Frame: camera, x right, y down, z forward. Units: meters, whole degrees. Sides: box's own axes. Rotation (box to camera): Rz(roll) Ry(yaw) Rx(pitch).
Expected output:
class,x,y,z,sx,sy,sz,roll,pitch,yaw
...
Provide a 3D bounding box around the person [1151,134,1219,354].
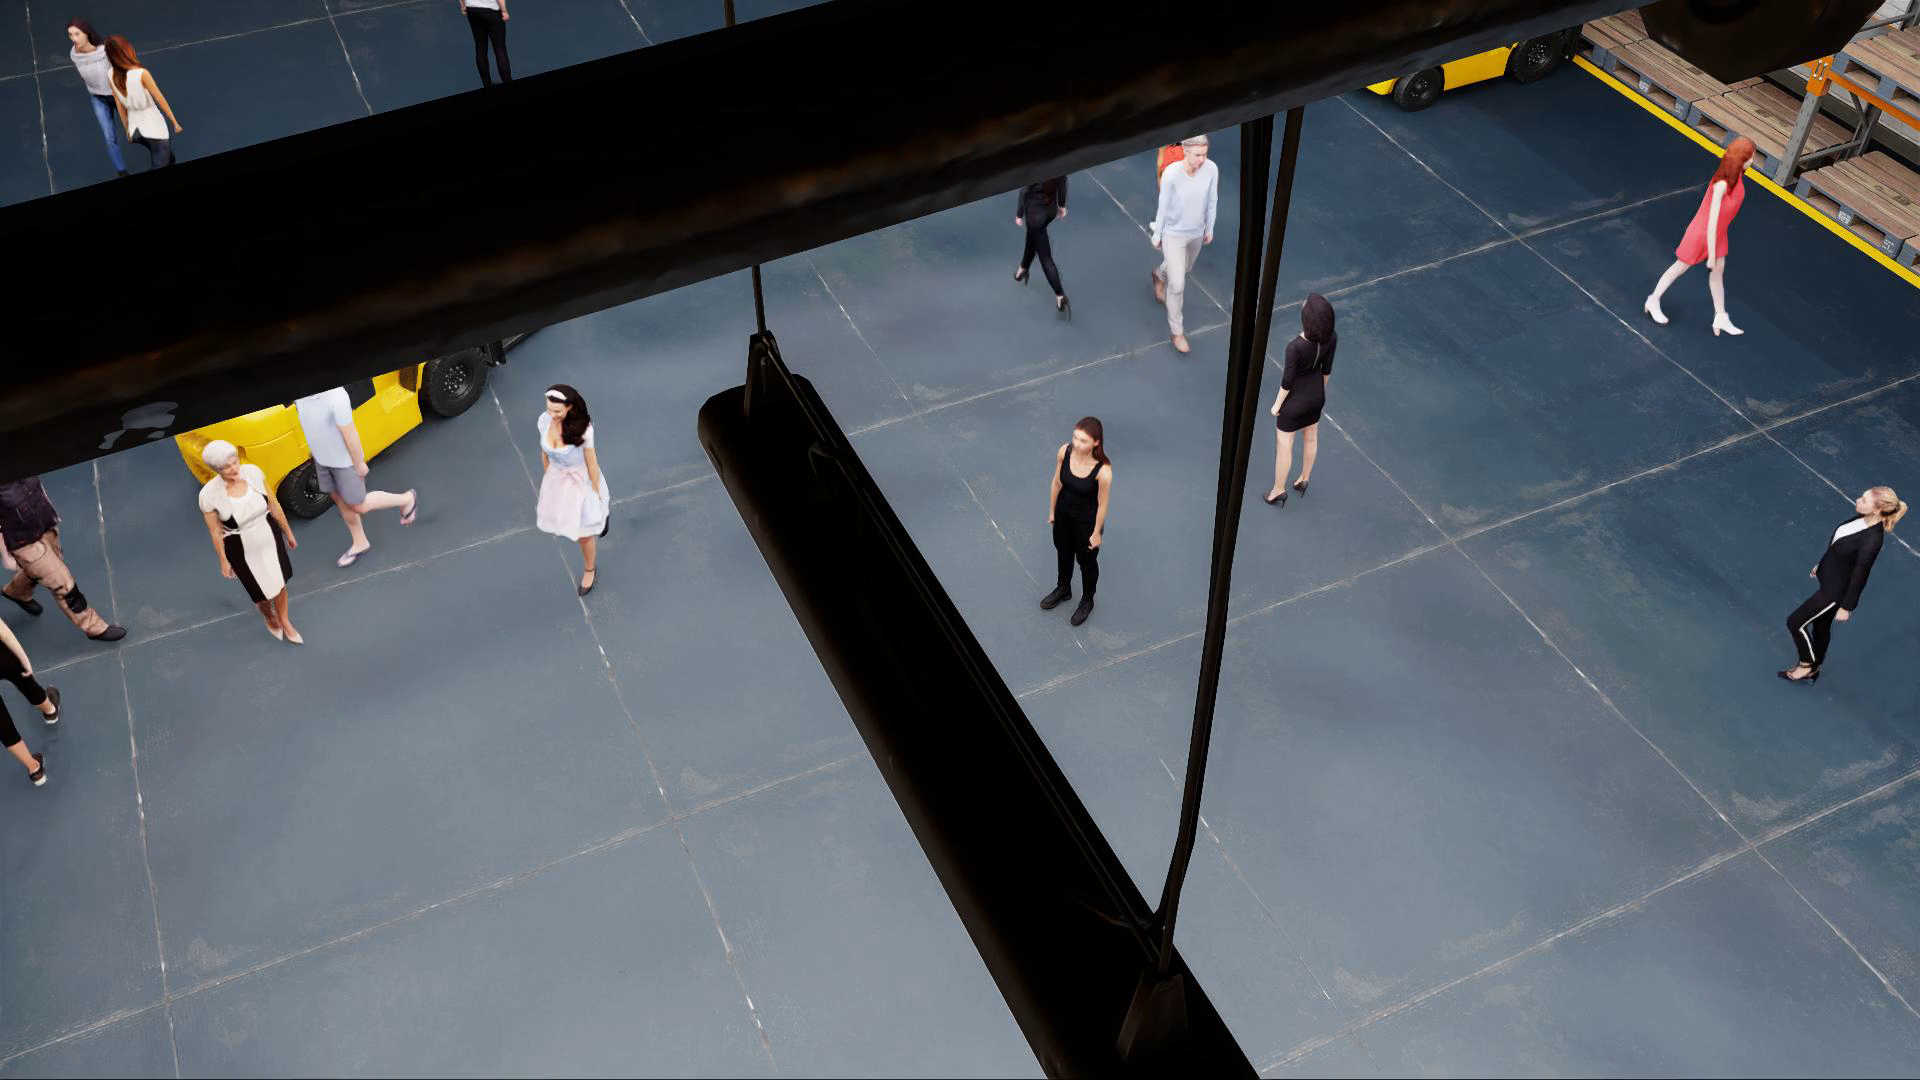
class,x,y,z,sx,sy,sz,roll,pitch,yaw
person,1.774,-2.529,13.520,0.746,1.851,1.252,-14,45,-15

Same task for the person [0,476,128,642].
class,x,y,z,sx,sy,sz,roll,pitch,yaw
person,-6.206,-0.045,10.941,1.128,1.813,1.193,3,44,4

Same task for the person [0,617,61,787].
class,x,y,z,sx,sy,sz,roll,pitch,yaw
person,-5.906,0.841,10.094,0.608,1.699,0.994,-18,47,-18

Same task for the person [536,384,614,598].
class,x,y,z,sx,sy,sz,roll,pitch,yaw
person,-2.573,-0.398,11.324,0.975,1.795,1.029,18,46,18

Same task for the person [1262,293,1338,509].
class,x,y,z,sx,sy,sz,roll,pitch,yaw
person,2.449,-0.985,11.932,0.599,1.807,0.488,-20,47,-20

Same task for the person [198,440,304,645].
class,x,y,z,sx,sy,sz,roll,pitch,yaw
person,-4.686,0.011,10.932,0.823,1.744,0.784,29,51,27

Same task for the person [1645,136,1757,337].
class,x,y,z,sx,sy,sz,roll,pitch,yaw
person,5.966,-2.486,13.518,1.143,1.793,0.911,31,52,28

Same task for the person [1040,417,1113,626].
class,x,y,z,sx,sy,sz,roll,pitch,yaw
person,0.798,-0.145,11.136,0.627,1.689,0.733,29,51,27

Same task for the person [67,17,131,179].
class,x,y,z,sx,sy,sz,roll,pitch,yaw
person,-7.777,-4.090,15.345,0.873,1.595,1.145,-2,44,-2

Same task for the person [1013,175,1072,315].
class,x,y,z,sx,sy,sz,roll,pitch,yaw
person,0.719,-2.636,13.762,0.751,1.674,1.087,-28,50,-26

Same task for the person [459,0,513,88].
class,x,y,z,sx,sy,sz,roll,pitch,yaw
person,-4.691,-5.221,16.339,0.736,1.862,0.784,12,45,13

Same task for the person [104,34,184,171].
class,x,y,z,sx,sy,sz,roll,pitch,yaw
person,-7.182,-3.536,14.647,1.030,1.756,1.119,12,45,13

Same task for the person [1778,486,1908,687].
class,x,y,z,sx,sy,sz,roll,pitch,yaw
person,5.678,0.340,10.625,0.760,1.691,0.720,19,47,18

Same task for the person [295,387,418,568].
class,x,y,z,sx,sy,sz,roll,pitch,yaw
person,-4.247,-0.633,11.554,0.984,1.818,0.975,26,49,24
